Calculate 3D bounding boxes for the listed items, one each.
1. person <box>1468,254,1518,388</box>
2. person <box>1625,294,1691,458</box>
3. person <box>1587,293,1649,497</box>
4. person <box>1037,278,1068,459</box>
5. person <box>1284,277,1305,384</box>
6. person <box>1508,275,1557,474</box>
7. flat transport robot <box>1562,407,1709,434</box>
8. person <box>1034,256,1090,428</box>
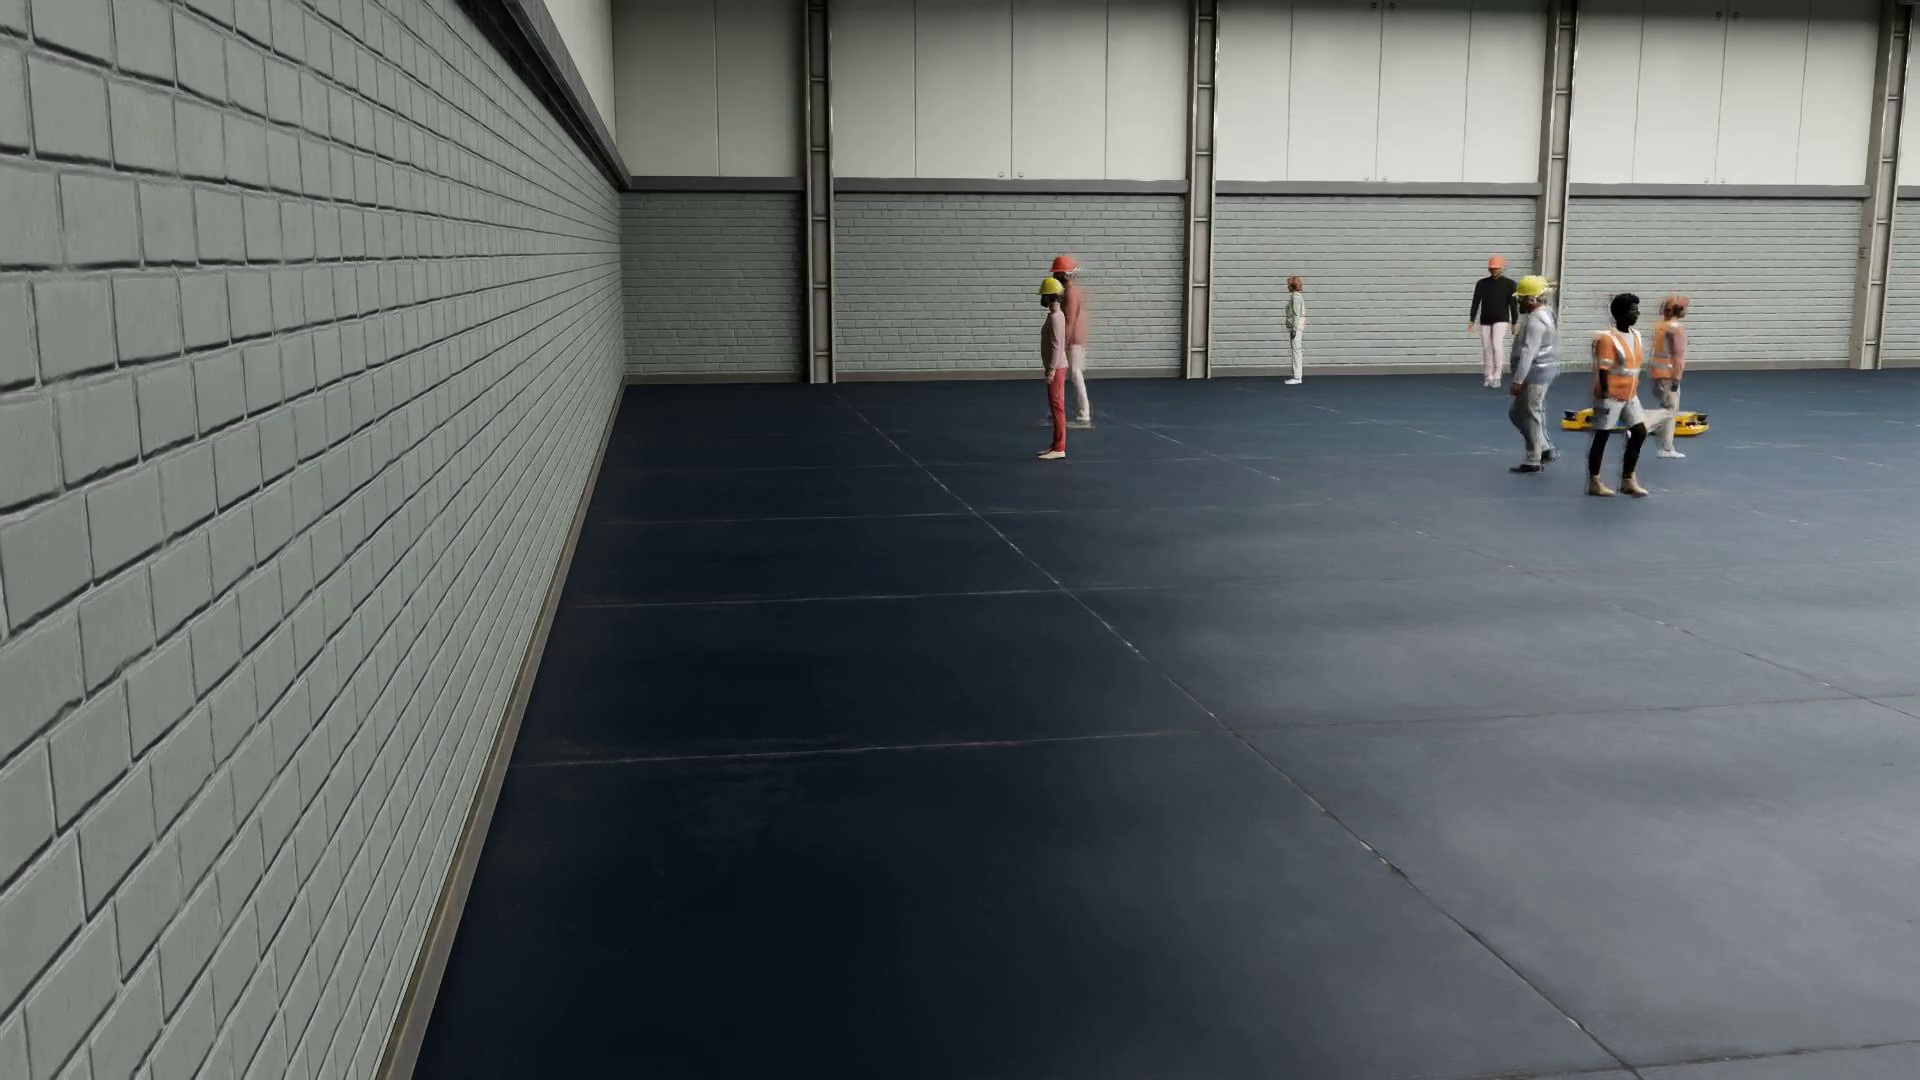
[{"bbox_3d":[7.891,-3.236,24.668,0.632,1.967,0.663,8,12,37],"label":"person"},{"bbox_3d":[6.815,-1.582,16.176,0.594,1.619,0.533,0,10,0],"label":"person"},{"bbox_3d":[5.423,-1.165,13.563,0.557,1.674,0.600,-7,12,-33],"label":"person"},{"bbox_3d":[0.898,-1.669,16.246,0.316,1.767,0.529,1,10,4],"label":"person"},{"bbox_3d":[5.104,-3.188,25.358,0.312,1.636,0.520,2,10,12],"label":"person"},{"bbox_3d":[5.170,-1.481,15.054,0.420,1.812,0.591,3,10,19],"label":"person"},{"bbox_3d":[7.584,-1.346,18.681,1.431,0.197,0.652,7,12,34],"label":"flat transport robot"},{"bbox_3d":[1.146,-2.245,18.971,0.786,1.961,0.645,-1,10,-4],"label":"person"}]
